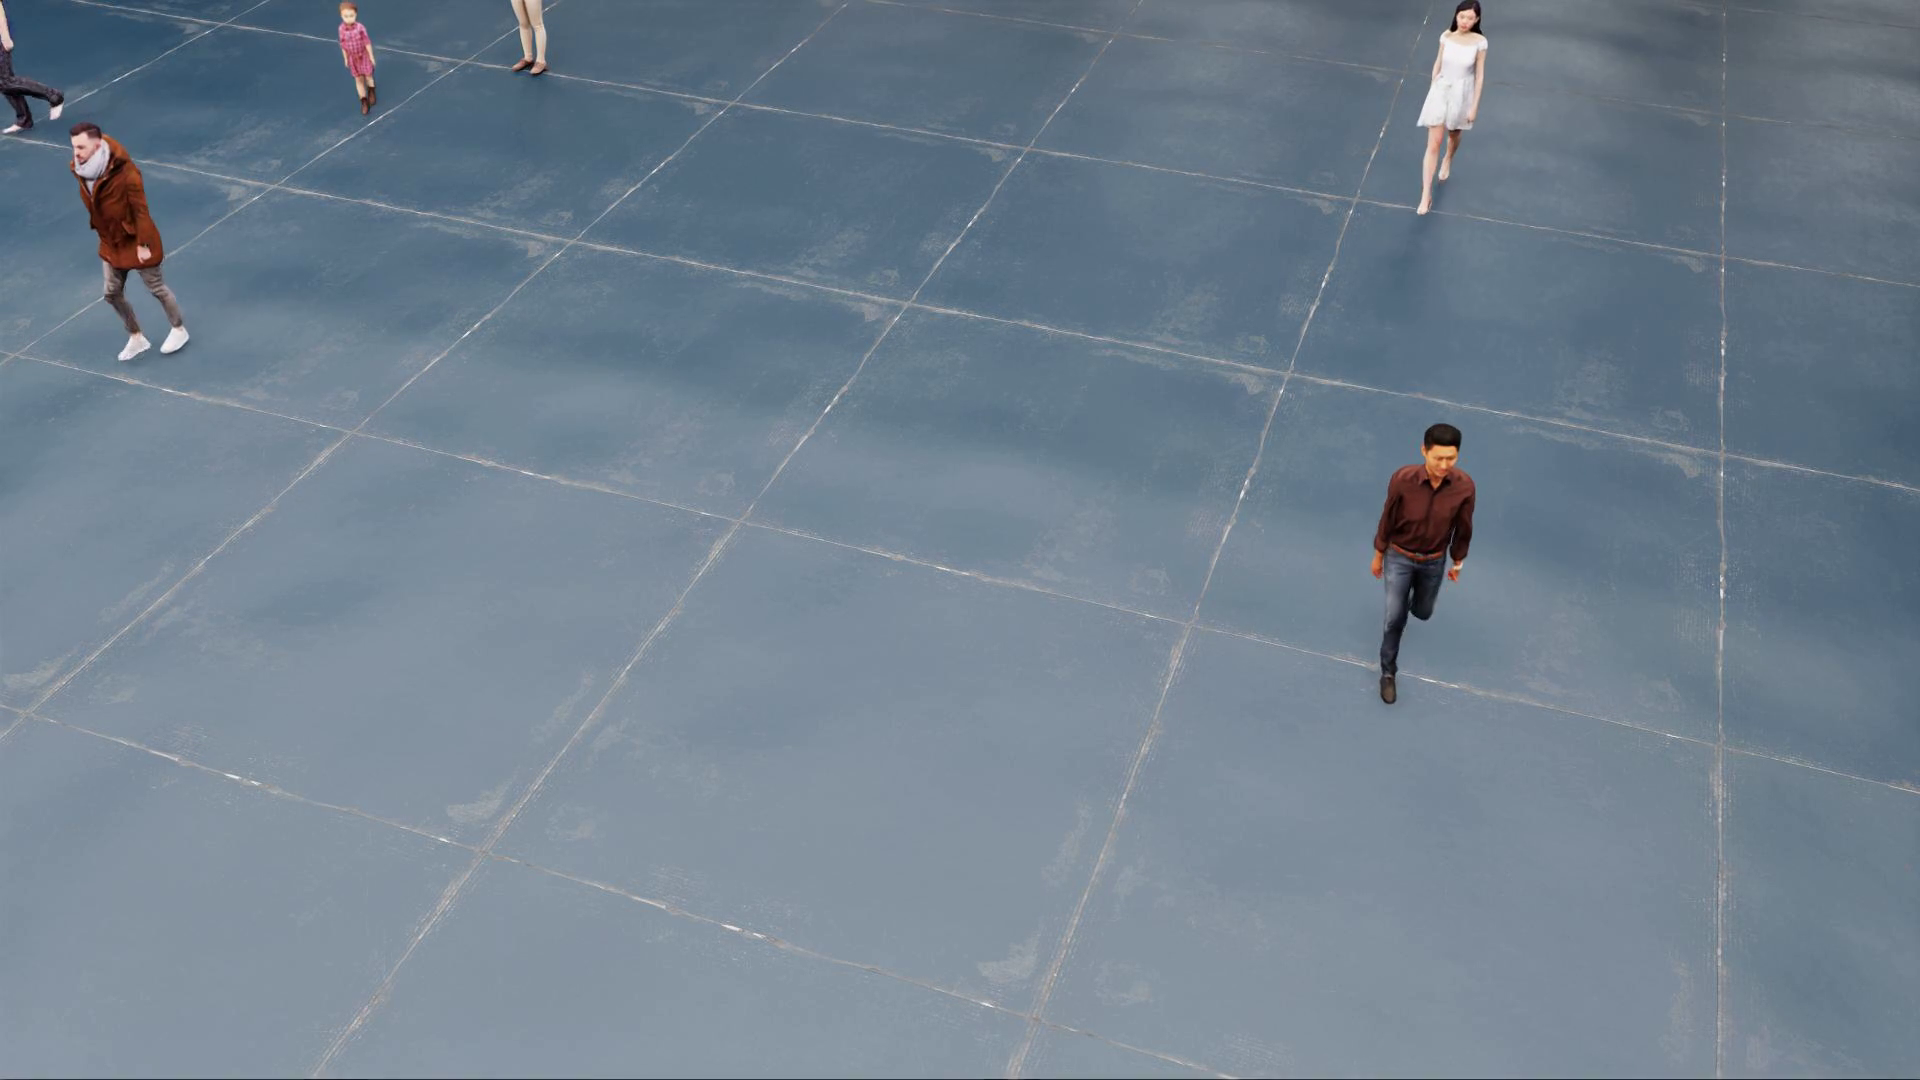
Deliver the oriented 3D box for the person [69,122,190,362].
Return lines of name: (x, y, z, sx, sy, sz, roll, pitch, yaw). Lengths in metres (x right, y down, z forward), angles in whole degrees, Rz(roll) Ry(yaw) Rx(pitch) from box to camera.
person: (-5.925, -2.189, 11.985, 0.725, 1.814, 0.755, 9, 39, 11)

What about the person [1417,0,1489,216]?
person: (4.148, -3.673, 13.962, 0.675, 1.715, 1.212, 16, 41, 19)

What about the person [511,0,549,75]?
person: (-4.251, -5.427, 16.254, 0.626, 1.653, 0.567, 13, 40, 16)

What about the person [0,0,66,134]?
person: (-8.624, -4.588, 15.017, 0.943, 1.855, 0.853, -30, 47, -33)

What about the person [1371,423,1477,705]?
person: (2.501, 0.045, 9.173, 0.790, 1.760, 1.045, 5, 38, 6)

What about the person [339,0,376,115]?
person: (-5.671, -4.591, 15.700, 0.610, 1.019, 0.722, -8, 39, -10)
